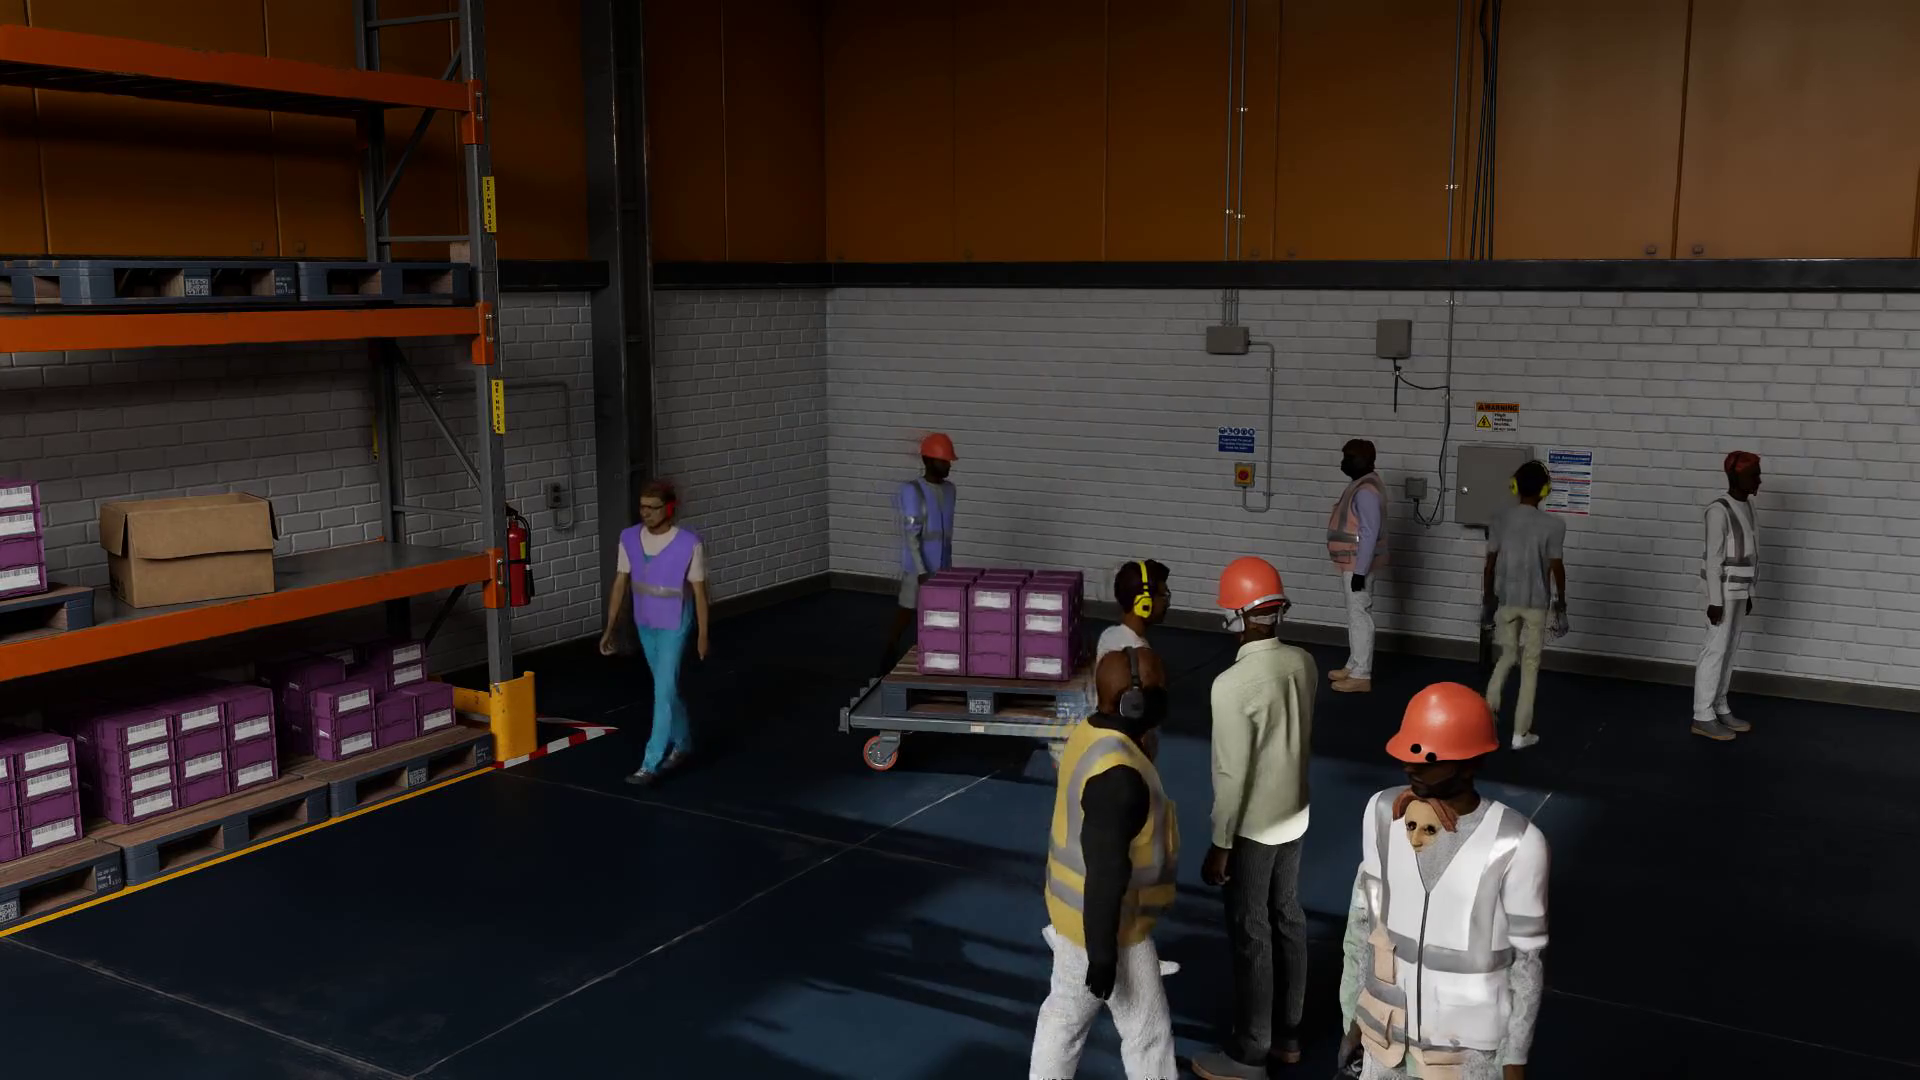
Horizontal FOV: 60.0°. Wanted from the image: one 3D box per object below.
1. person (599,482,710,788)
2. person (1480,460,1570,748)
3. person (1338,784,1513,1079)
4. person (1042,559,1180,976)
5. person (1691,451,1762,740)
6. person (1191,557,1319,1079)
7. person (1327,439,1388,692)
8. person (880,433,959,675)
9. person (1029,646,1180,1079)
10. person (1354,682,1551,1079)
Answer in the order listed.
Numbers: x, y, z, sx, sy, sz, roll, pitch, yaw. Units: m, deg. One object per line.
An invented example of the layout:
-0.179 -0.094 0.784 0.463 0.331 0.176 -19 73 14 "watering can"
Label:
-1.836 0.557 9.897 0.594 1.801 0.934 5 10 28 "person"
3.588 0.424 10.565 0.528 1.857 0.439 9 12 43 "person"
1.313 1.467 4.709 0.514 1.642 0.310 7 12 38 "person"
0.659 0.994 7.021 0.553 1.856 0.510 -2 9 -15 "person"
5.040 0.354 10.900 0.338 1.882 0.583 9 13 43 "person"
1.098 1.050 6.224 0.392 1.991 0.613 8 12 41 "person"
2.884 0.180 12.121 0.429 1.841 0.636 2 9 10 "person"
-0.227 0.158 12.153 0.549 1.891 1.009 -8 12 -42 "person"
0.580 1.250 5.507 0.842 1.816 0.663 -1 9 -3 "person"
1.335 1.333 4.635 0.547 1.934 0.376 8 12 40 "person"
